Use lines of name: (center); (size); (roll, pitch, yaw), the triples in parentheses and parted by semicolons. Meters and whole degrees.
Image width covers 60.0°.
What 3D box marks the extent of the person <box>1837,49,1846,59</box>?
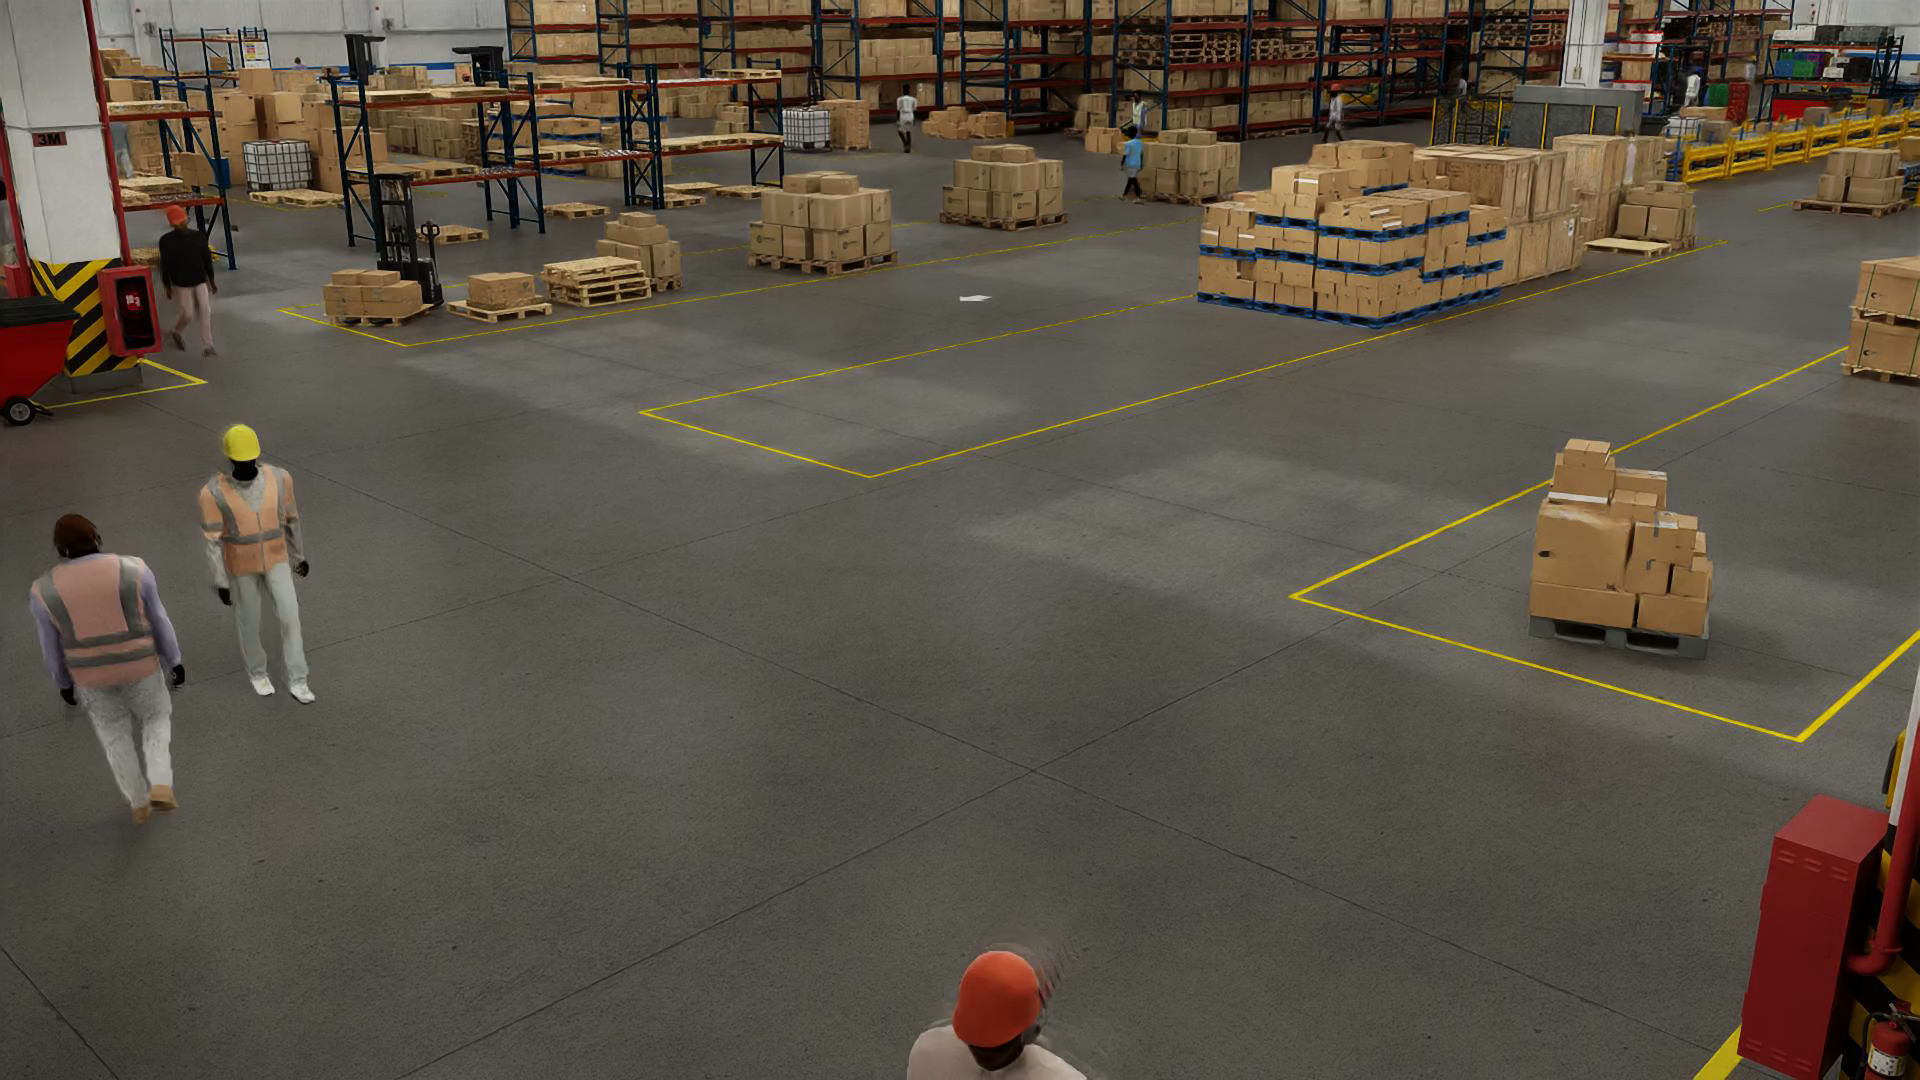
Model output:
person: (42.253, -22.866, 80.262); (0.660, 1.869, 0.906); (0, 18, -1)

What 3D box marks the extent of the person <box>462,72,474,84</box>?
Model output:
person: (-15.652, -13.893, 53.034); (0.391, 1.988, 0.611); (17, 25, 42)

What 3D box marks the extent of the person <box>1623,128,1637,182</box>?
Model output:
person: (13.015, -7.170, 32.899); (0.640, 1.920, 0.833); (-9, 21, -26)

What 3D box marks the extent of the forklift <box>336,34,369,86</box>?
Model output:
forklift: (-23.499, -18.286, 64.874); (1.129, 2.768, 1.873); (17, 25, 41)

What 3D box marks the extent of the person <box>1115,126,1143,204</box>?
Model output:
person: (3.703, -8.213, 36.415); (0.881, 1.647, 0.546); (17, 25, 41)

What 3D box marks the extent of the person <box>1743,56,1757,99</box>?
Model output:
person: (33.513, -19.577, 70.433); (0.608, 1.809, 0.532); (-13, 22, -34)

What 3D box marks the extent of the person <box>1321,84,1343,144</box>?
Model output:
person: (10.694, -12.122, 47.840); (0.973, 1.885, 0.562); (-6, 19, -18)

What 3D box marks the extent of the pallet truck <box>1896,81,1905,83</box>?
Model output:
pallet truck: (34.802, -16.331, 61.455); (0.653, 1.274, 1.630); (17, 25, 41)

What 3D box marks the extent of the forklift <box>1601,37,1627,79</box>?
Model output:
forklift: (24.023, -17.185, 61.558); (1.129, 2.768, 1.873); (17, 25, 41)

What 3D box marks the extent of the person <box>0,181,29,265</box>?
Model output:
person: (-13.937, -4.334, 24.430); (0.328, 1.865, 0.519); (17, 25, 42)

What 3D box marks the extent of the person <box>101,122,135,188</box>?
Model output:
person: (-19.373, -8.915, 38.241); (0.848, 1.887, 0.650); (12, 22, 31)

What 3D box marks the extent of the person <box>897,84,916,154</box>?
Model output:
person: (-1.539, -12.001, 47.390); (0.628, 1.945, 0.425); (-9, 20, -24)

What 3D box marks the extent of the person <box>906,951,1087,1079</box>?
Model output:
person: (0.088, 2.074, 5.008); (0.628, 1.947, 1.020); (11, 21, 31)

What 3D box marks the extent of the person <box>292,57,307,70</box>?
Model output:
person: (-26.080, -18.099, 65.788); (0.372, 1.936, 0.627); (17, 25, 42)

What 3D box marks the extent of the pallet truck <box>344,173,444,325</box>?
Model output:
pallet truck: (-8.209, -4.181, 23.757); (0.823, 1.965, 1.885); (3, 19, 9)

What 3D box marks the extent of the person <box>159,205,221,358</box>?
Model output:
person: (-9.818, -3.282, 21.105); (0.614, 1.962, 0.643); (11, 21, 31)

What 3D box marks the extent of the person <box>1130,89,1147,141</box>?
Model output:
person: (4.926, -11.391, 45.635); (0.541, 1.903, 0.594); (-9, 20, -25)

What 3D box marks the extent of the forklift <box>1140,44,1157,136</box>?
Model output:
forklift: (6.012, -14.506, 53.486); (1.129, 2.768, 1.873); (17, 25, 41)

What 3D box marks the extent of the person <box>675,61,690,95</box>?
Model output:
person: (-10.576, -17.394, 63.773); (0.655, 1.877, 0.891); (8, 20, 23)

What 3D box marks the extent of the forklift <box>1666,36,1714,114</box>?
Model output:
forklift: (27.341, -17.291, 61.877); (1.129, 2.768, 1.873); (17, 25, 41)

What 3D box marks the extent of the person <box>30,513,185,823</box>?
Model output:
person: (-4.694, 0.732, 9.248); (0.698, 1.812, 0.454); (-7, 20, -21)

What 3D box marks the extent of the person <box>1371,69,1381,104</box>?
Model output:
person: (15.434, -16.471, 61.278); (0.564, 1.679, 0.545); (-5, 19, -14)

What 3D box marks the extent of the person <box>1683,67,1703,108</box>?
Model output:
person: (25.903, -15.709, 58.661); (1.010, 1.878, 0.593); (-8, 20, -23)

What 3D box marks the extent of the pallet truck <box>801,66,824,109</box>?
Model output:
pallet truck: (-4.812, -15.182, 56.903); (0.823, 1.965, 1.885); (-9, 21, -26)

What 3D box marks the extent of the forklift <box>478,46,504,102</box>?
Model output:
forklift: (-14.397, -13.832, 51.456); (1.129, 2.768, 1.873); (17, 25, 41)

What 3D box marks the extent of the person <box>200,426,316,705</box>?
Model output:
person: (-4.524, 0.172, 10.805); (0.635, 1.888, 0.828); (-14, 23, -37)

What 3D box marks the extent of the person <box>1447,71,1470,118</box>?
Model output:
person: (18.252, -16.275, 60.710); (0.784, 1.670, 0.537); (6, 19, 17)

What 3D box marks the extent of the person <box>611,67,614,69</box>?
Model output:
person: (-15.452, -20.724, 74.218); (0.380, 1.613, 0.556); (3, 19, 8)
